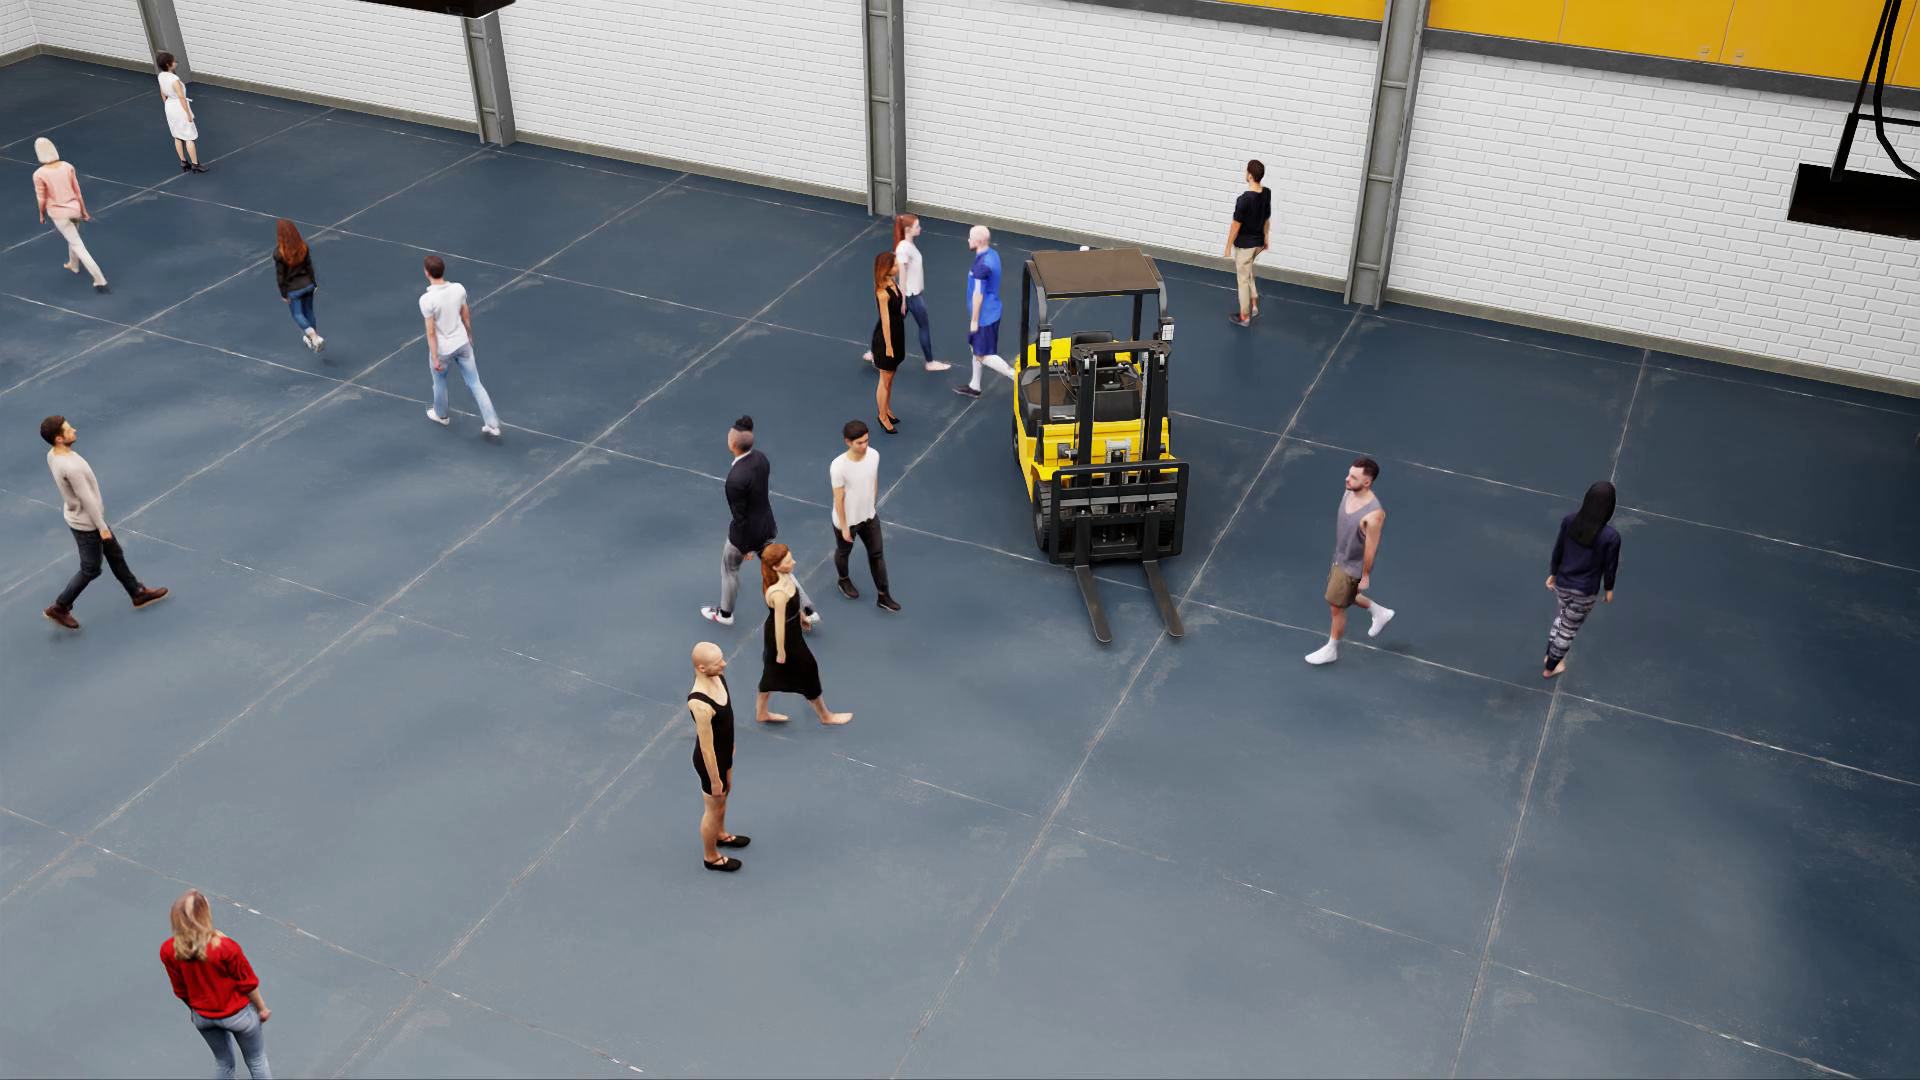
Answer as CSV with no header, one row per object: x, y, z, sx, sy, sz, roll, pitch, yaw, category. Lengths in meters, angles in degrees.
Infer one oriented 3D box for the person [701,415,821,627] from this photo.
-1.522,-0.078,13.016,1.198,1.903,0.671,13,36,19,person

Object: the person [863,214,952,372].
-0.615,-2.461,16.781,1.197,1.705,0.949,-3,34,-4,person

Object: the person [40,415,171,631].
-6.972,-0.108,13.115,1.089,1.845,1.204,-23,40,-30,person

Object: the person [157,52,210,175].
-10.115,-5.529,21.535,0.478,1.552,0.632,18,37,24,person

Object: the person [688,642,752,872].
-1.617,1.395,10.880,0.661,1.815,0.699,1,34,1,person

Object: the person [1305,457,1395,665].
3.075,0.152,12.716,1.102,1.827,0.990,-8,35,-12,person

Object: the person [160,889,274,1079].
-4.061,2.596,9.173,0.589,1.704,0.744,1,34,2,person

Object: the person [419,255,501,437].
-4.717,-1.769,15.650,1.255,1.806,0.918,28,43,35,person

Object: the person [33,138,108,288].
-9.899,-3.586,18.505,1.221,1.669,0.753,22,39,29,person

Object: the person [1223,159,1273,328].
3.128,-3.103,17.616,0.774,1.849,0.780,-25,41,-32,person

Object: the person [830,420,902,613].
-0.895,-0.247,13.460,0.913,1.694,1.056,-19,38,-26,person

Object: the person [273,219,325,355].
-6.816,-2.608,17.215,0.870,1.470,0.703,27,42,34,person

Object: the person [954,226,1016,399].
0.316,-2.175,16.249,1.129,1.818,0.890,3,34,5,person

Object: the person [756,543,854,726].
-1.372,0.717,12.099,1.044,1.596,0.879,-4,34,-6,person

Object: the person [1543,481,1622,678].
4.614,0.350,12.538,0.772,1.722,0.674,-24,41,-32,person

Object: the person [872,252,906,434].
-0.675,-1.878,15.786,0.623,1.835,0.643,4,34,6,person
